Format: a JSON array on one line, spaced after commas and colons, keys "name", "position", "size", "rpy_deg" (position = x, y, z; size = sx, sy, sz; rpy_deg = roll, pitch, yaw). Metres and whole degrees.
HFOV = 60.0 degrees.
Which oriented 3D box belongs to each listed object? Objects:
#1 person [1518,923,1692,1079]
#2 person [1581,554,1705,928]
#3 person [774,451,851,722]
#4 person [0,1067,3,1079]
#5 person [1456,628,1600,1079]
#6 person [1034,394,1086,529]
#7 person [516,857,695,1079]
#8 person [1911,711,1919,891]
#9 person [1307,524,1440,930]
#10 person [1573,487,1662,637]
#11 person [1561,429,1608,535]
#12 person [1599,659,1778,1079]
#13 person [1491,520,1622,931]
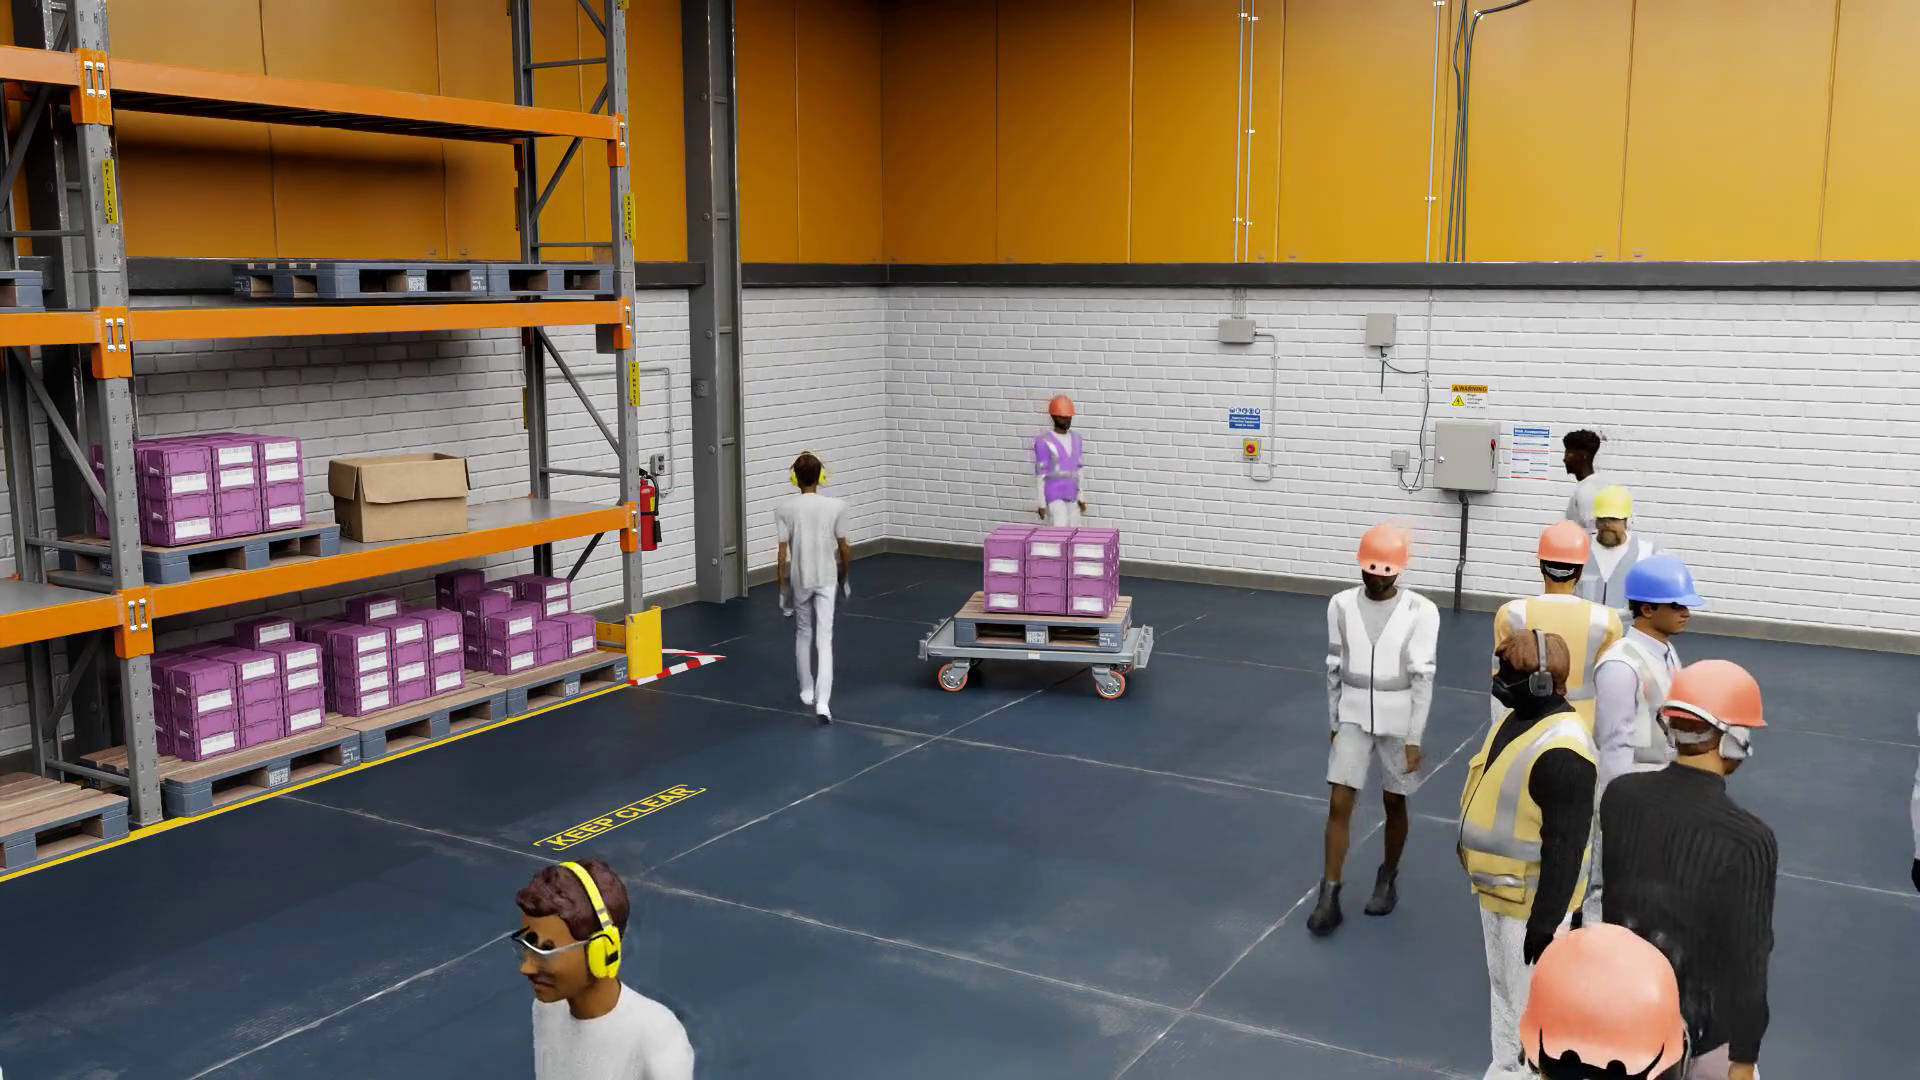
[{"name": "person", "position": [1.001, 1.599, 2.794], "size": [0.631, 1.984, 1.066], "rpy_deg": [5, 10, 28]}, {"name": "person", "position": [2.672, 1.017, 6.559], "size": [0.391, 1.949, 0.602], "rpy_deg": [7, 11, 37]}, {"name": "person", "position": [-1.009, 0.311, 11.391], "size": [0.506, 1.835, 0.975], "rpy_deg": [0, 9, -2]}, {"name": "person", "position": [-2.156, 1.555, 3.237], "size": [0.628, 1.940, 0.373], "rpy_deg": [1, 9, 6]}, {"name": "person", "position": [1.921, 1.208, 5.701], "size": [0.429, 1.844, 0.626], "rpy_deg": [0, 9, 1]}, {"name": "person", "position": [0.905, -0.428, 15.689], "size": [0.553, 1.912, 0.653], "rpy_deg": [-8, 12, -41]}, {"name": "person", "position": [-0.774, 1.560, 3.476], "size": [0.547, 1.847, 0.573], "rpy_deg": [-8, 12, -42]}, {"name": "person", "position": [3.811, 1.167, 6.063], "size": [0.650, 1.815, 0.476], "rpy_deg": [9, 13, 43]}, {"name": "person", "position": [1.887, 0.872, 7.644], "size": [0.539, 1.895, 0.835], "rpy_deg": [5, 10, 29]}, {"name": "person", "position": [3.722, 0.595, 9.651], "size": [0.624, 1.795, 0.887], "rpy_deg": [5, 11, 30]}, {"name": "person", "position": [4.337, 0.169, 11.909], "size": [0.921, 1.919, 0.648], "rpy_deg": [5, 10, 28]}, {"name": "person", "position": [2.040, 1.308, 4.659], "size": [0.444, 1.970, 0.641], "rpy_deg": [-4, 10, -22]}, {"name": "person", "position": [2.666, 0.874, 7.489], "size": [0.549, 1.937, 0.358], "rpy_deg": [3, 10, 17]}]
